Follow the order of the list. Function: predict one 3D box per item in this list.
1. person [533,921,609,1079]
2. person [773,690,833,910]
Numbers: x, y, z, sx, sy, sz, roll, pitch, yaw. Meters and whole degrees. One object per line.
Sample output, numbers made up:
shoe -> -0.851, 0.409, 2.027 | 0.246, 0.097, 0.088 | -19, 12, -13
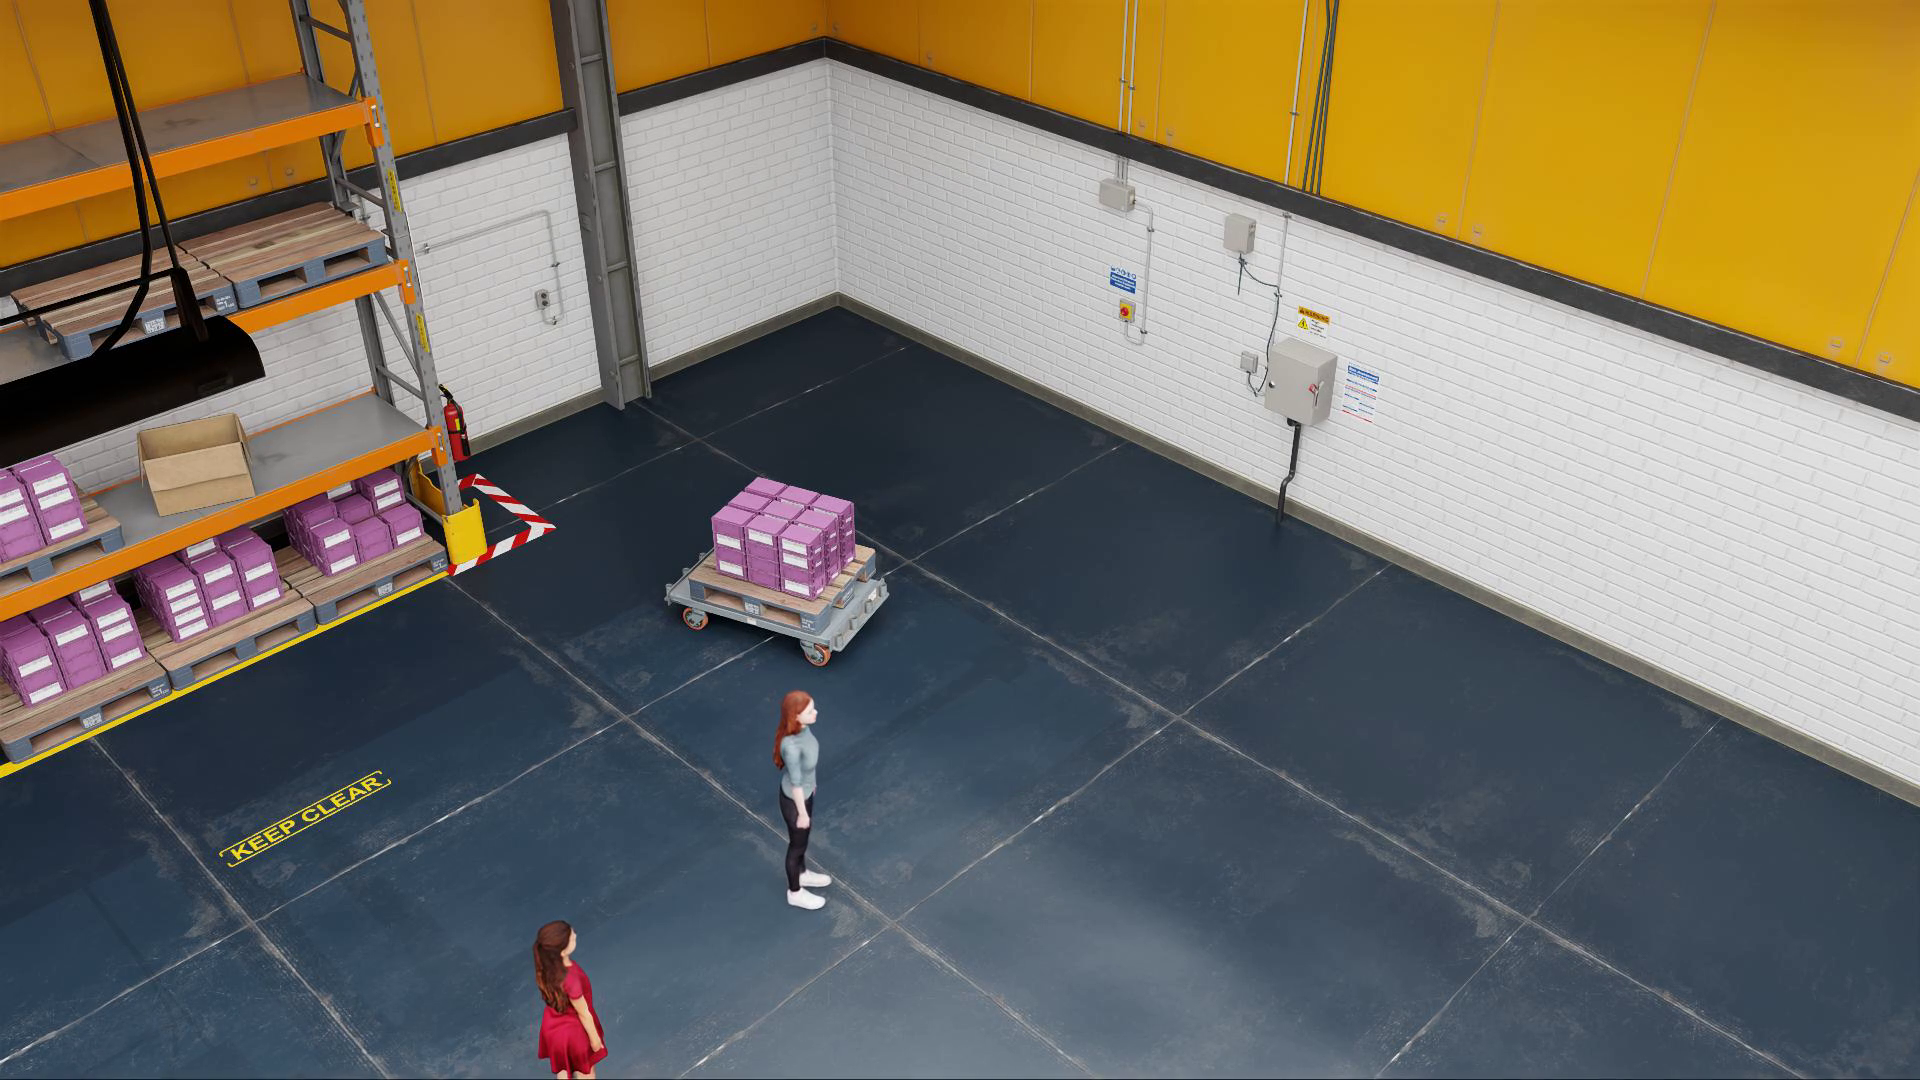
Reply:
person -> -2.189, 2.716, 9.334 | 0.548, 1.554, 0.610 | 26, 41, 33
person -> -1.040, 1.661, 10.751 | 0.709, 1.741, 0.645 | 1, 34, 1
